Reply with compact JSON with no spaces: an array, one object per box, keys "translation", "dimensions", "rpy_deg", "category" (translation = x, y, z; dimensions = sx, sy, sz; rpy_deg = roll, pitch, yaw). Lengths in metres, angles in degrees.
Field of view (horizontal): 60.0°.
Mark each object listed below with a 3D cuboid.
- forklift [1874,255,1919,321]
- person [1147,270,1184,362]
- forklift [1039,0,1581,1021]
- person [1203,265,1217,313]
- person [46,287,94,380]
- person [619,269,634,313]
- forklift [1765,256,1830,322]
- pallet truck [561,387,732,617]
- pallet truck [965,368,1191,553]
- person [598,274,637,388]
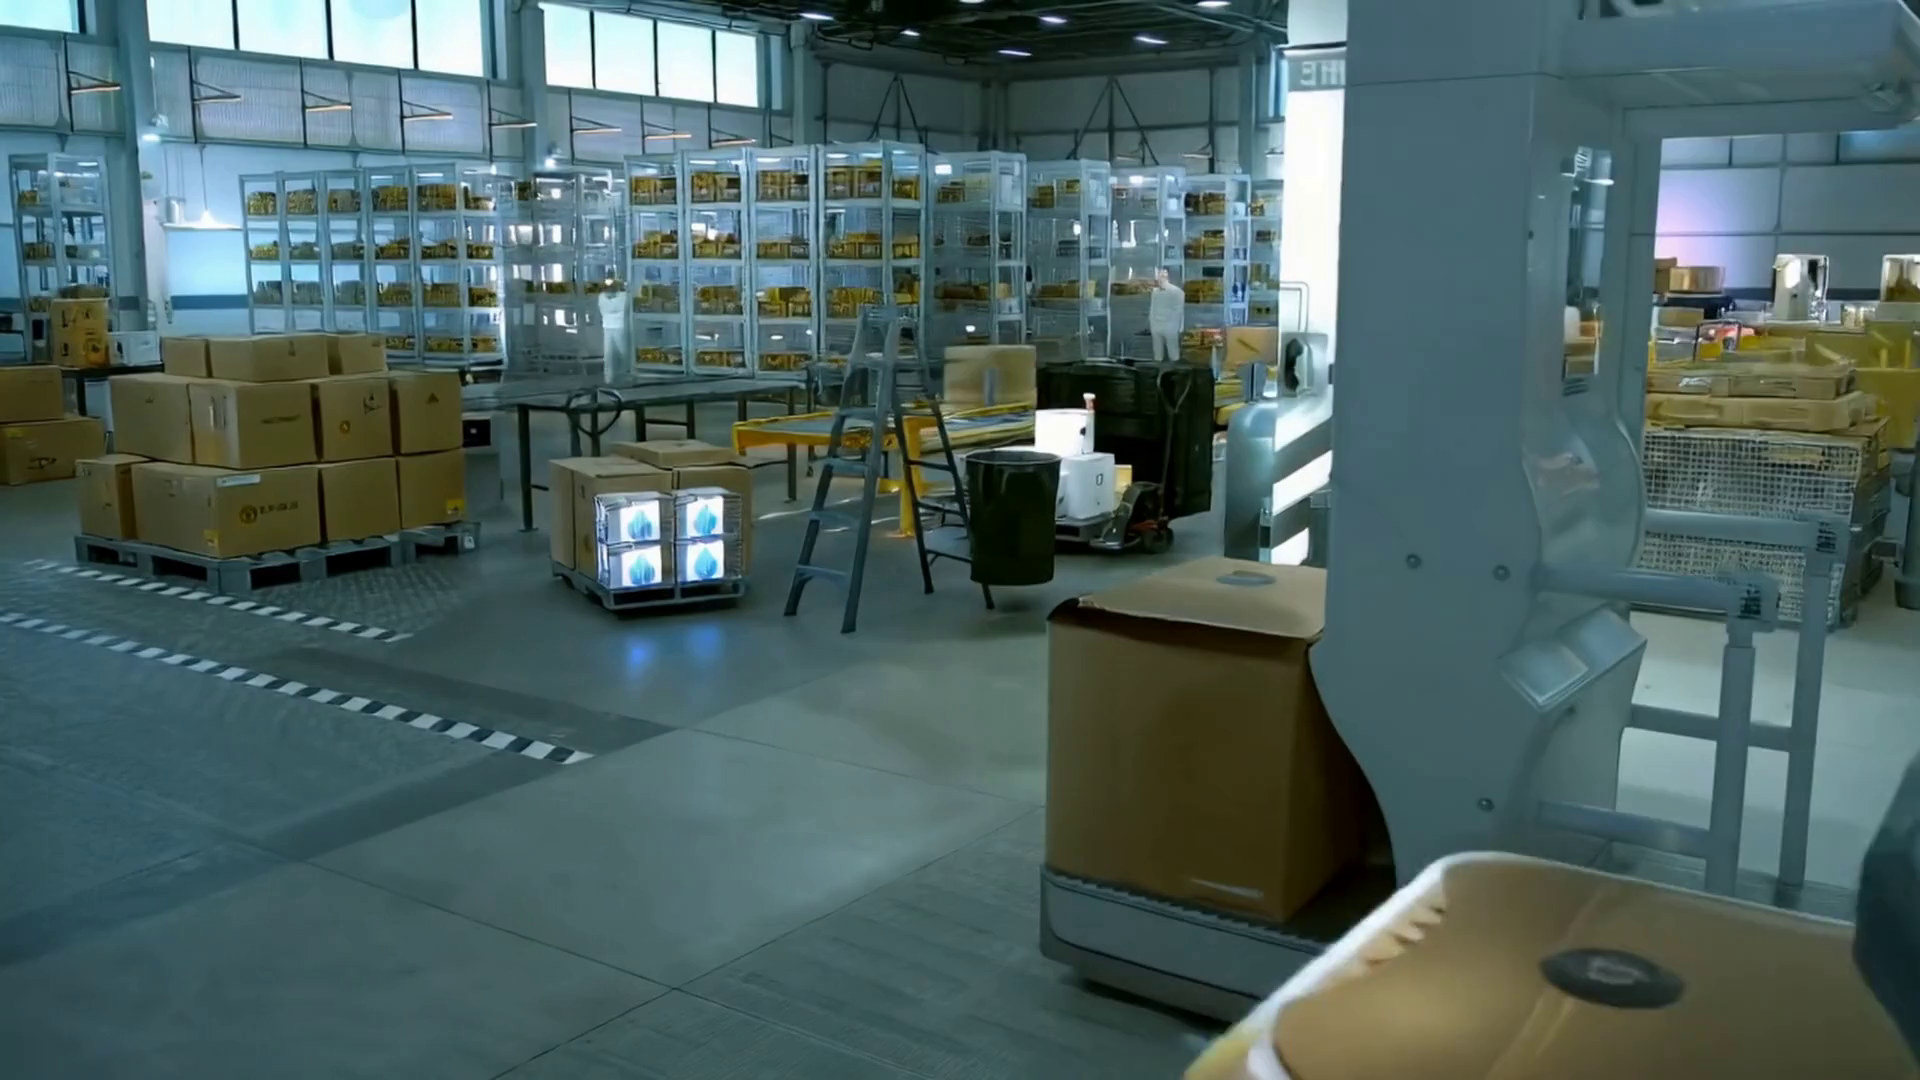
[{"translation":[22.089,-5.634,38.796],"dimensions":[1.157,1.987,2.680],"rpy_deg":[6,11,33],"category":"forklift"},{"translation":[3.363,-3.472,27.241],"dimensions":[0.655,1.875,0.495],"rpy_deg":[6,11,32],"category":"person"},{"translation":[1.249,-0.137,4.360],"dimensions":[1.873,2.768,1.129],"rpy_deg":[7,12,35],"category":"forklift"},{"translation":[7.322,-7.101,48.515],"dimensions":[0.406,1.987,0.608],"rpy_deg":[-9,13,-43],"category":"person"},{"translation":[-10.538,-2.139,19.751],"dimensions":[0.578,1.715,0.779],"rpy_deg":[0,10,0],"category":"person"},{"translation":[-8.225,-5.725,40.797],"dimensions":[0.633,1.811,0.532],"rpy_deg":[4,10,24],"category":"person"},{"translation":[20.253,-5.854,40.139],"dimensions":[1.157,1.987,2.680],"rpy_deg":[7,12,35],"category":"forklift"},{"translation":[-1.981,-0.274,10.088],"dimensions":[0.680,1.201,1.601],"rpy_deg":[-5,11,-28],"category":"pallet truck"},{"translation":[0.845,-0.609,11.869],"dimensions":[1.630,1.274,0.653],"rpy_deg":[7,12,35],"category":"pallet truck"},{"translation":[-5.549,-3.384,26.844],"dimensions":[0.570,1.820,0.838],"rpy_deg":[3,10,15],"category":"person"}]
